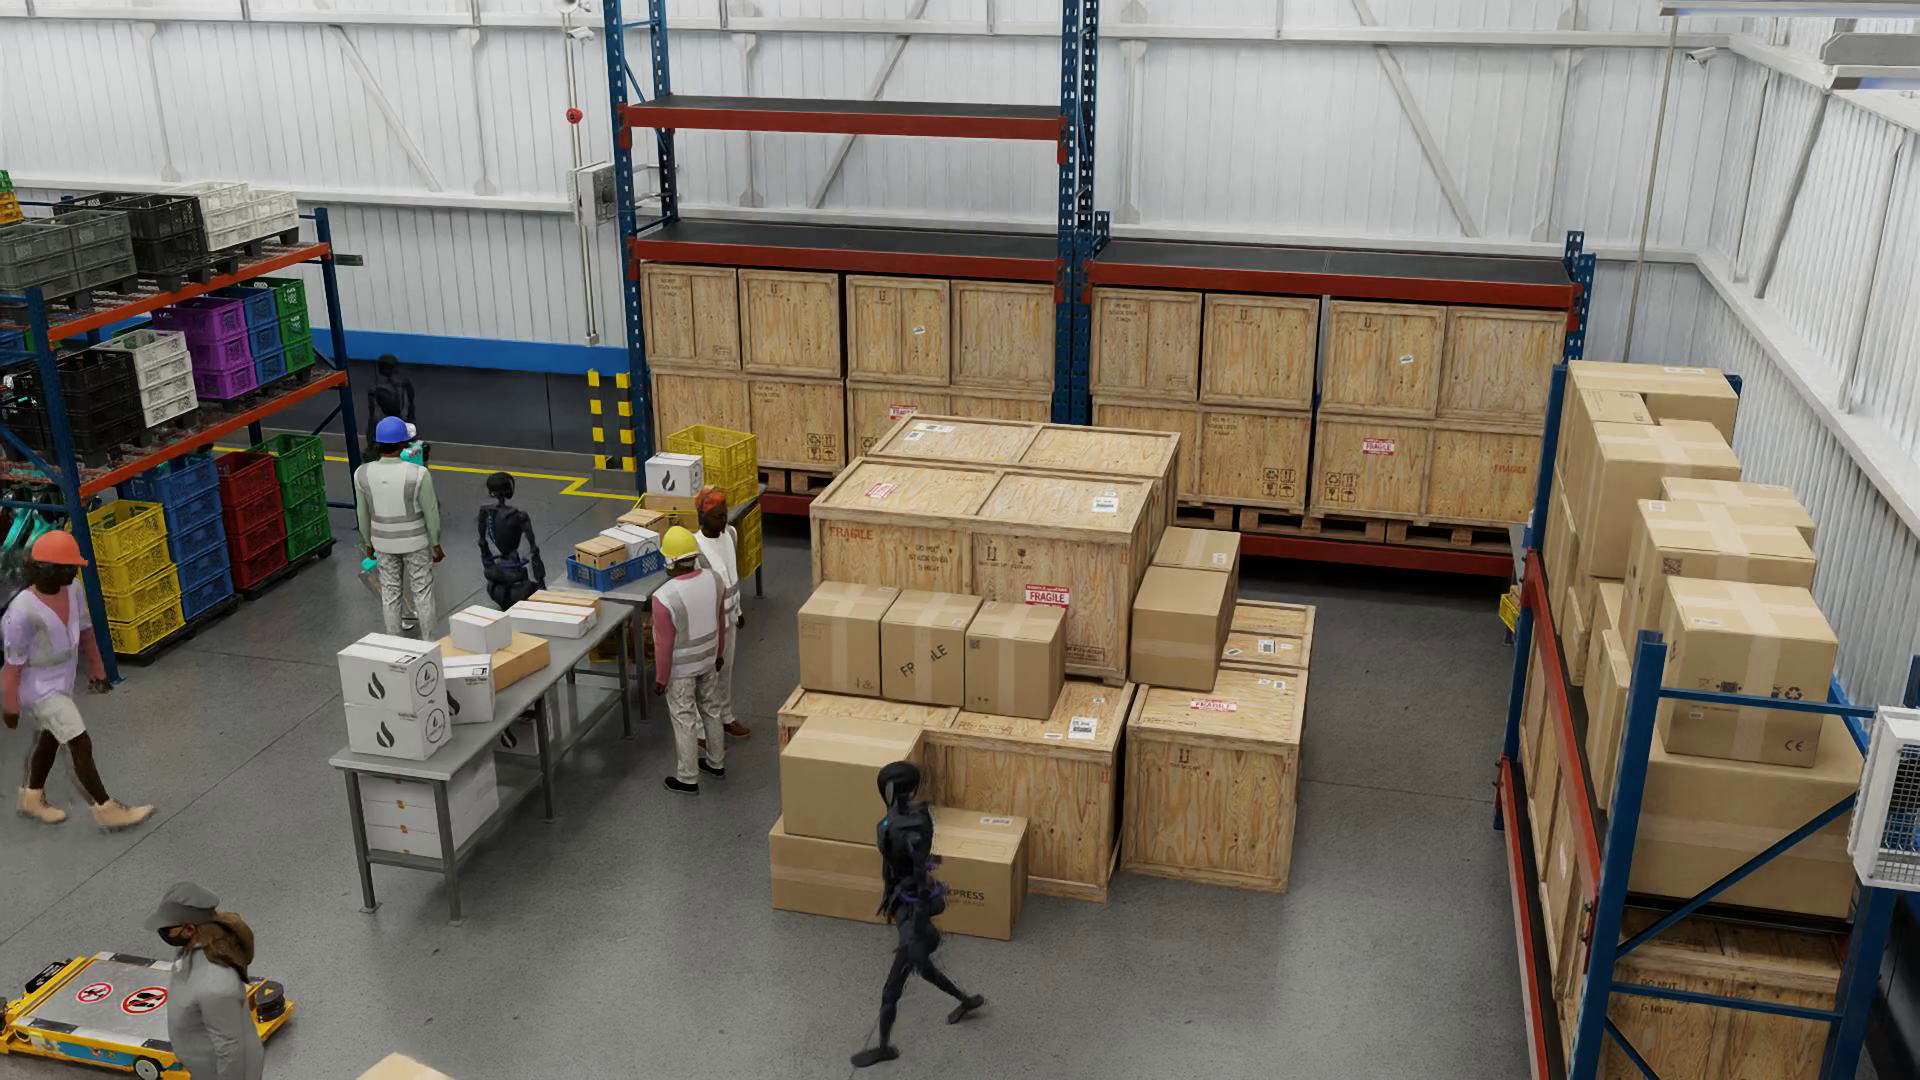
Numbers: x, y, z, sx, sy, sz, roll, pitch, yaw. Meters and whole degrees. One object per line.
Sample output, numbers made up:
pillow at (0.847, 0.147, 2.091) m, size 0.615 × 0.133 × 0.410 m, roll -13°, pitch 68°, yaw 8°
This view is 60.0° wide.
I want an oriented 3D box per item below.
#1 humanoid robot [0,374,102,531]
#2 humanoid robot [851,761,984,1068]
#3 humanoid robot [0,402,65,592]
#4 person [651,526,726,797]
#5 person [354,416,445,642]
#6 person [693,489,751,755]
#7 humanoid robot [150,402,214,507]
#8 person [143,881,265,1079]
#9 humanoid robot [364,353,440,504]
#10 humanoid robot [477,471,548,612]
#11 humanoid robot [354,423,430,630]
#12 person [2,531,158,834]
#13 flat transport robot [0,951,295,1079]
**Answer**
humanoid robot at (-7.907, -0.697, 14.625) m, size 0.533 × 1.677 × 0.735 m, roll 13°, pitch 25°, yaw 31°
humanoid robot at (-0.213, 1.841, 8.337) m, size 0.770 × 1.630 × 0.608 m, roll -7°, pitch 22°, yaw -18°
humanoid robot at (-7.609, -0.211, 13.442) m, size 0.531 × 1.727 × 0.713 m, roll 4°, pitch 21°, yaw 11°
person at (-1.771, 0.781, 10.811) m, size 0.404 × 1.830 × 0.598 m, roll 15°, pitch 26°, yaw 35°
person at (-4.245, 0.007, 12.679) m, size 0.614 × 1.944 × 0.403 m, roll 1°, pitch 21°, yaw 2°
person at (-1.673, 0.548, 11.351) m, size 0.337 × 1.882 × 0.583 m, roll 10°, pitch 23°, yaw 25°
humanoid robot at (-7.164, -0.866, 15.235) m, size 0.539 × 1.734 × 1.003 m, roll 2°, pitch 21°, yaw 5°
person at (-3.144, 2.228, 7.111) m, size 0.398 × 1.769 × 0.568 m, roll -12°, pitch 24°, yaw -29°
humanoid robot at (-5.262, -0.928, 15.535) m, size 0.631 × 1.638 × 0.602 m, roll 12°, pitch 24°, yaw 28°
humanoid robot at (-3.328, 0.304, 12.279) m, size 0.606 × 1.643 × 0.497 m, roll 10°, pitch 23°, yaw 23°
humanoid robot at (-4.538, -0.121, 13.167) m, size 0.728 × 1.692 × 0.531 m, roll 7°, pitch 22°, yaw 17°
person at (-5.563, 0.896, 10.292) m, size 1.021 × 1.982 × 0.636 m, roll 1°, pitch 21°, yaw 3°
flat transport robot at (-4.270, 2.464, 8.601) m, size 1.431 × 0.231 × 0.659 m, roll 5°, pitch 22°, yaw 13°
